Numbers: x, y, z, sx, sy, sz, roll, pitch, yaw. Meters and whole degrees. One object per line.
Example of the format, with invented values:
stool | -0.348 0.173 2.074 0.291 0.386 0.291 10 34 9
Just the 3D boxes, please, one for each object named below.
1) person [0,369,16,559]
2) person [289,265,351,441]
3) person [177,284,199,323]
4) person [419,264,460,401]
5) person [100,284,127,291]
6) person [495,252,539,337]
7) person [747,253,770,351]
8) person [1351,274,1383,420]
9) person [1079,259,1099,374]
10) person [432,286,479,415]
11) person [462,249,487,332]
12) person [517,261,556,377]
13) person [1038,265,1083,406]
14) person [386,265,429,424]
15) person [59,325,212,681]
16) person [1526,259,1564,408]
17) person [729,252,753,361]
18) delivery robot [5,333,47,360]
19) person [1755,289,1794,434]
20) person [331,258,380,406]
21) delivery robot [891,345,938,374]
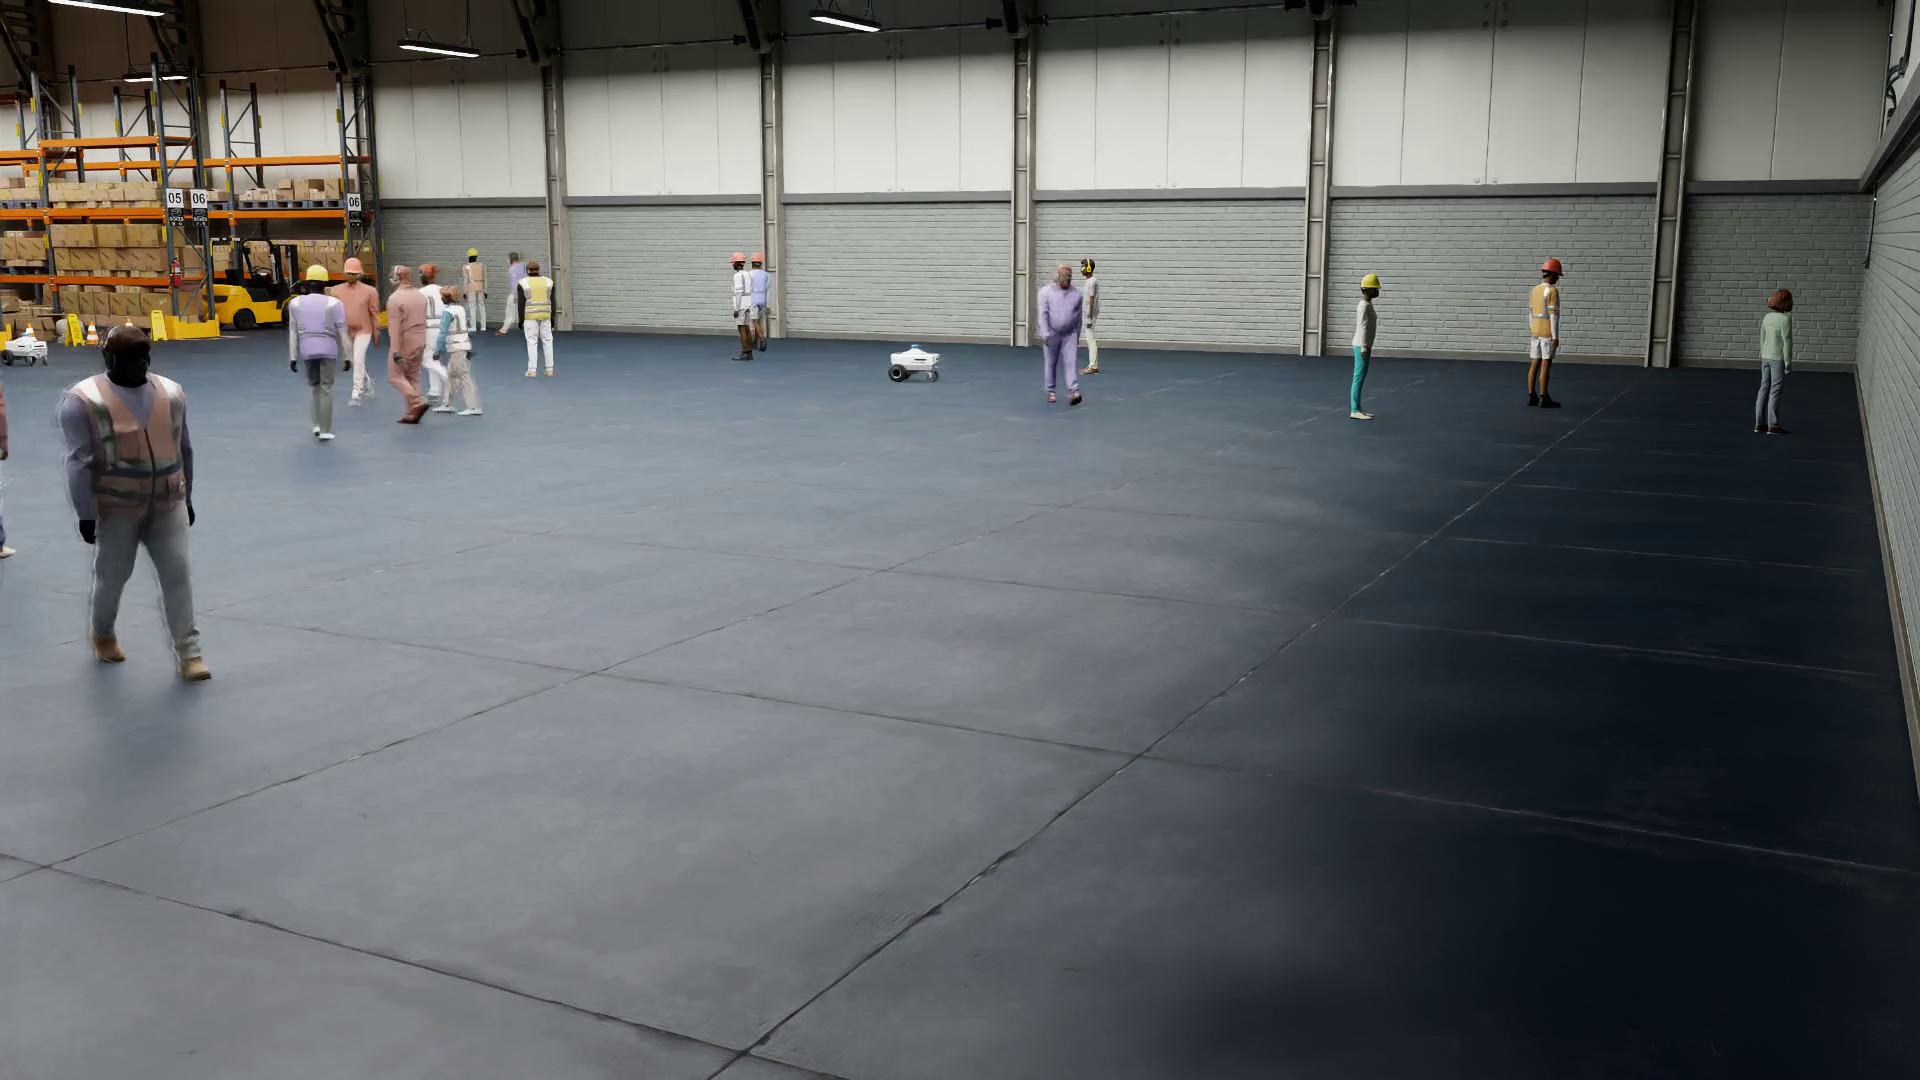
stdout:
person | -6.765 -0.693 11.319 0.540 1.749 0.598 -1 10 -8
person | -7.025 -2.061 18.323 0.620 1.905 0.661 -1 10 -5
person | -17.998 -5.736 38.515 0.964 1.855 0.637 5 12 27
person | -7.025 -2.771 22.340 0.646 1.870 0.585 4 11 19
person | -19.955 -5.945 39.193 0.437 2.030 0.640 6 12 28
person | -9.782 -5.421 36.748 1.034 1.885 0.653 2 11 11
person | -3.940 -4.642 32.429 0.542 1.909 0.926 -8 13 -36
person | 4.978 -2.362 20.374 0.331 1.768 0.527 3 11 18
person | 2.101 -3.621 26.993 0.312 1.864 0.510 0 10 -2
person | -6.359 -2.349 20.725 0.743 1.606 0.532 0 10 2
person | -11.329 -5.830 38.843 0.595 1.925 0.373 -9 14 -40
person | -6.744 -3.516 26.480 0.619 1.838 0.430 -7 12 -32
person | 1.347 -2.703 22.023 0.635 1.843 1.024 -2 11 -10
person | -6.522 -2.294 19.666 0.491 1.892 0.644 4 11 20
person | -4.249 -0.203 8.523 0.936 1.806 0.643 9 14 41
person | 7.668 -2.695 21.747 0.369 1.929 0.542 -3 11 -15
person | -3.948 -4.191 29.878 0.375 1.935 0.551 3 11 15
delivery robot | -16.081 -3.318 28.637 0.707 0.478 0.477 5 12 26
person | 9.263 -2.019 18.865 0.280 1.633 0.500 -1 10 -8
person | -8.037 -2.784 22.174 0.615 1.953 0.926 0 10 2
delivery robot | -0.696 -2.760 25.593 0.707 0.478 0.477 2 11 10
